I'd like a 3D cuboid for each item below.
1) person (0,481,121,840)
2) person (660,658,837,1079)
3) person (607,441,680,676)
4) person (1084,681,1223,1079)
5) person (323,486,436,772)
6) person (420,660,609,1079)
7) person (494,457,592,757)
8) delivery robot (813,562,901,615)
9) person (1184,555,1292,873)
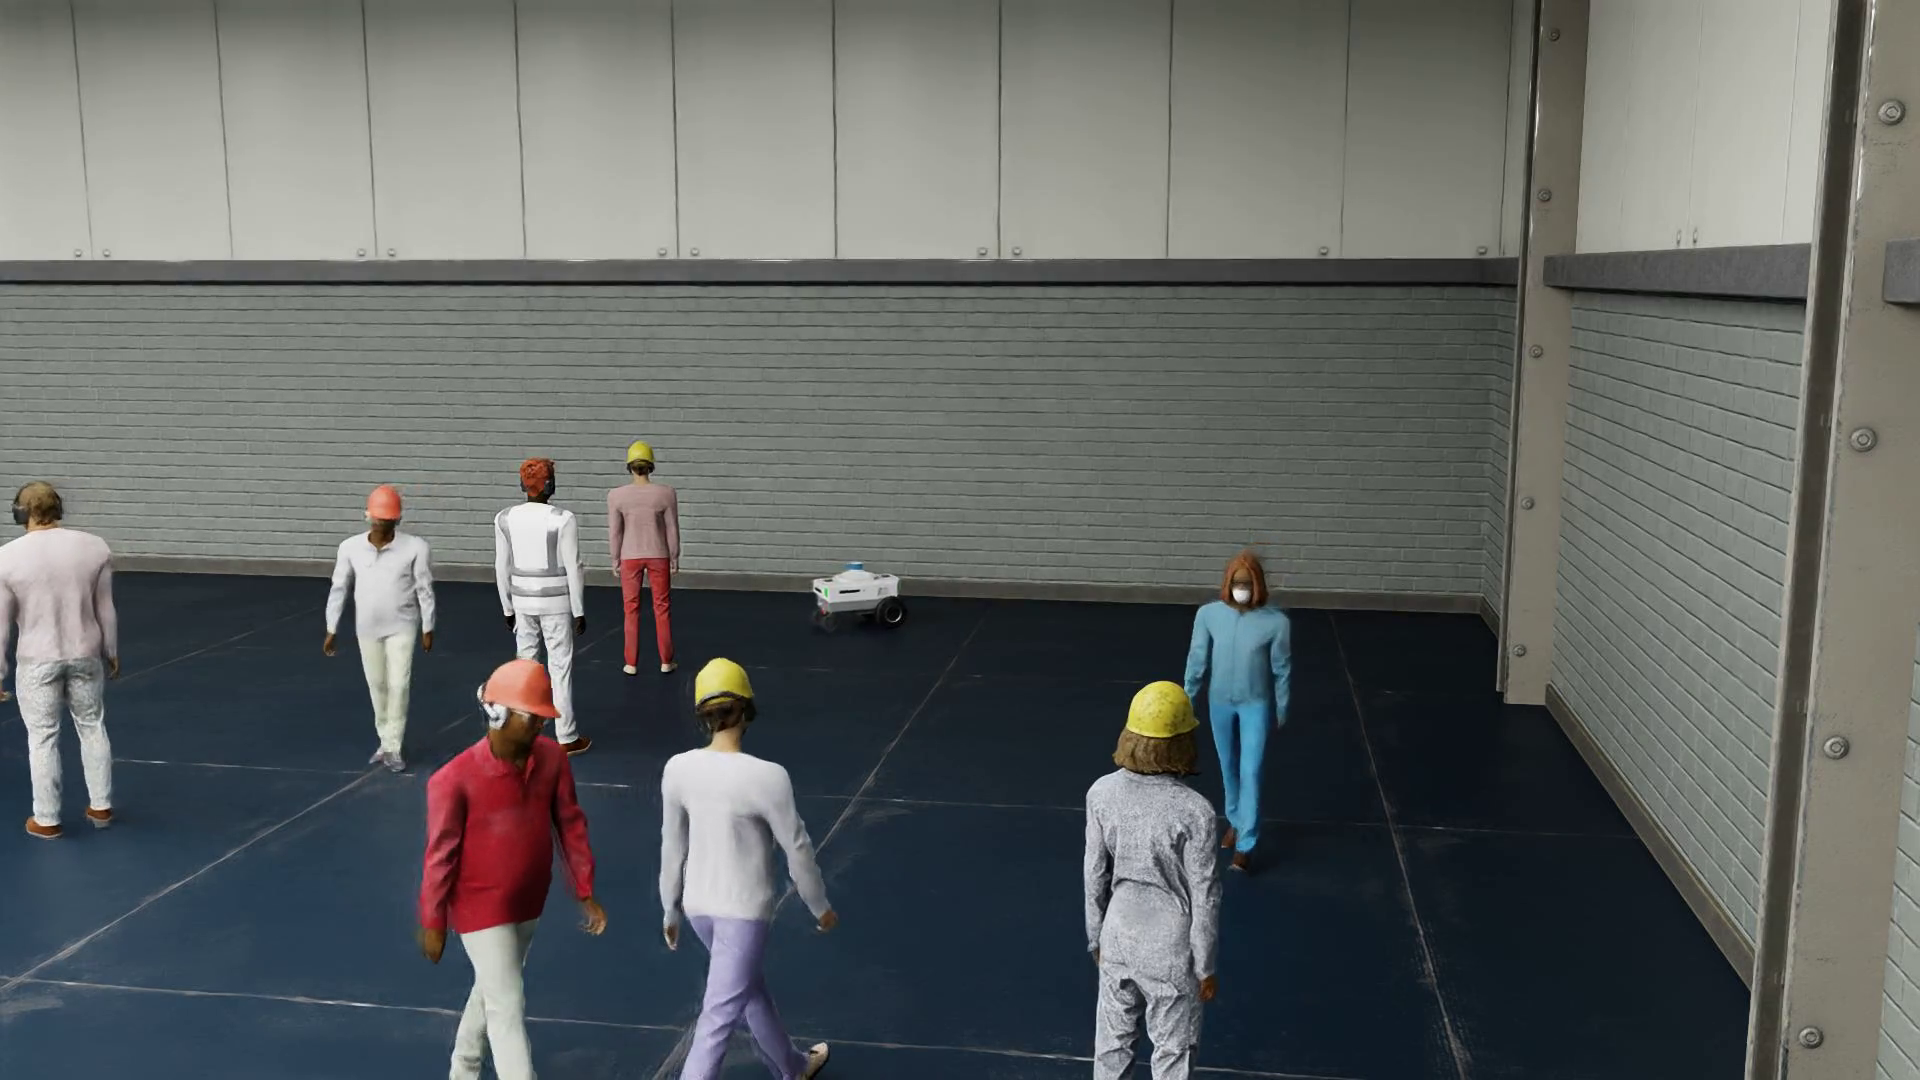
[{"bbox_3d":[-4.831,0.647,8.877,0.654,1.935,0.403,-9,13,-43],"label":"person"},{"bbox_3d":[-0.765,1.260,5.748,0.536,1.699,0.949,7,11,35],"label":"person"},{"bbox_3d":[-2.361,0.142,12.460,0.525,1.772,0.305,-2,9,-9],"label":"person"},{"bbox_3d":[0.626,1.307,5.347,0.486,1.744,0.311,8,12,40],"label":"person"},{"bbox_3d":[-3.542,0.537,10.145,0.630,1.727,0.481,0,9,-1],"label":"person"},{"bbox_3d":[-1.552,1.257,5.784,0.878,1.697,0.558,5,11,30],"label":"person"},{"bbox_3d":[-2.594,0.425,10.362,0.572,1.883,0.356,2,9,13],"label":"person"},{"bbox_3d":[-0.878,0.428,14.139,0.707,0.478,0.477,-4,10,-23],"label":"delivery robot"},{"bbox_3d":[1.398,0.877,8.473,0.519,1.594,0.844,4,10,24],"label":"person"}]
